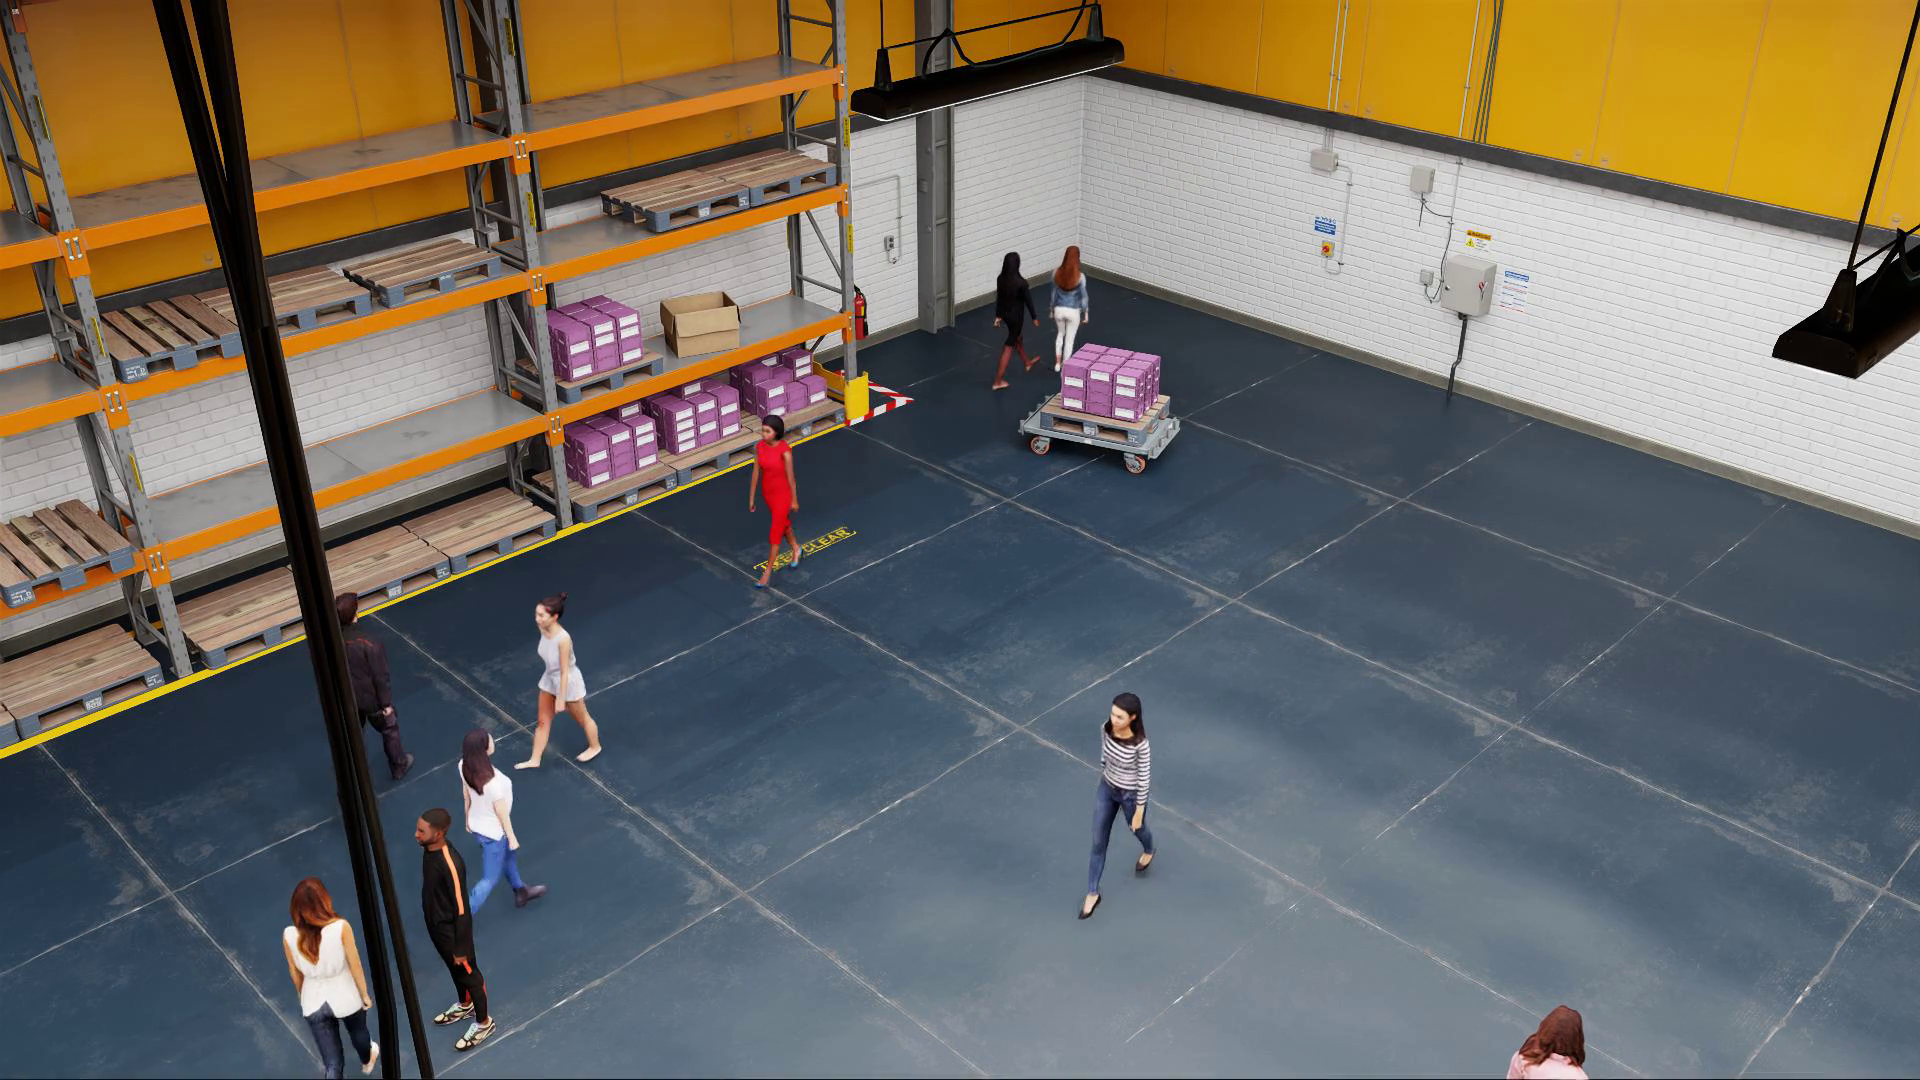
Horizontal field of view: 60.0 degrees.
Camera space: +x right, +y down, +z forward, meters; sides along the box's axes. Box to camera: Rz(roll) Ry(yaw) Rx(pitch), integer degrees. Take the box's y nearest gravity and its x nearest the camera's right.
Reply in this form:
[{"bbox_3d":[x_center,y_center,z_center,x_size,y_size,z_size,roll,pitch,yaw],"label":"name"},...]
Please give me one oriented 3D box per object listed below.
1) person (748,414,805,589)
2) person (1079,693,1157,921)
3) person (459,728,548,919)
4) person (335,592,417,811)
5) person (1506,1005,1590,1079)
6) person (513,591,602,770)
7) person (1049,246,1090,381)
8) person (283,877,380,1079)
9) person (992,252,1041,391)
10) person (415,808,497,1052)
[{"bbox_3d":[-1.709,-0.430,16.104,0.771,1.702,1.123,16,32,26],"label":"person"},{"bbox_3d":[1.228,1.836,11.908,0.662,1.742,1.135,23,36,35],"label":"person"},{"bbox_3d":[-3.333,2.085,11.545,0.609,1.654,1.088,25,37,38],"label":"person"},{"bbox_3d":[-4.675,1.278,12.866,1.135,1.805,1.261,3,29,6],"label":"person"},{"bbox_3d":[3.157,3.301,9.165,0.657,1.799,0.616,15,32,25],"label":"person"},{"bbox_3d":[-3.122,1.120,13.388,0.938,1.584,0.597,-24,37,-36],"label":"person"},{"bbox_3d":[1.276,-2.749,20.366,0.703,1.694,0.659,14,32,24],"label":"person"},{"bbox_3d":[-3.803,2.870,10.018,1.157,1.738,1.092,-5,29,-8],"label":"person"},{"bbox_3d":[0.577,-2.612,20.130,1.137,1.678,0.645,-25,37,-37],"label":"person"},{"bbox_3d":[-3.269,2.463,10.691,0.551,1.808,0.634,-21,35,-34],"label":"person"}]
